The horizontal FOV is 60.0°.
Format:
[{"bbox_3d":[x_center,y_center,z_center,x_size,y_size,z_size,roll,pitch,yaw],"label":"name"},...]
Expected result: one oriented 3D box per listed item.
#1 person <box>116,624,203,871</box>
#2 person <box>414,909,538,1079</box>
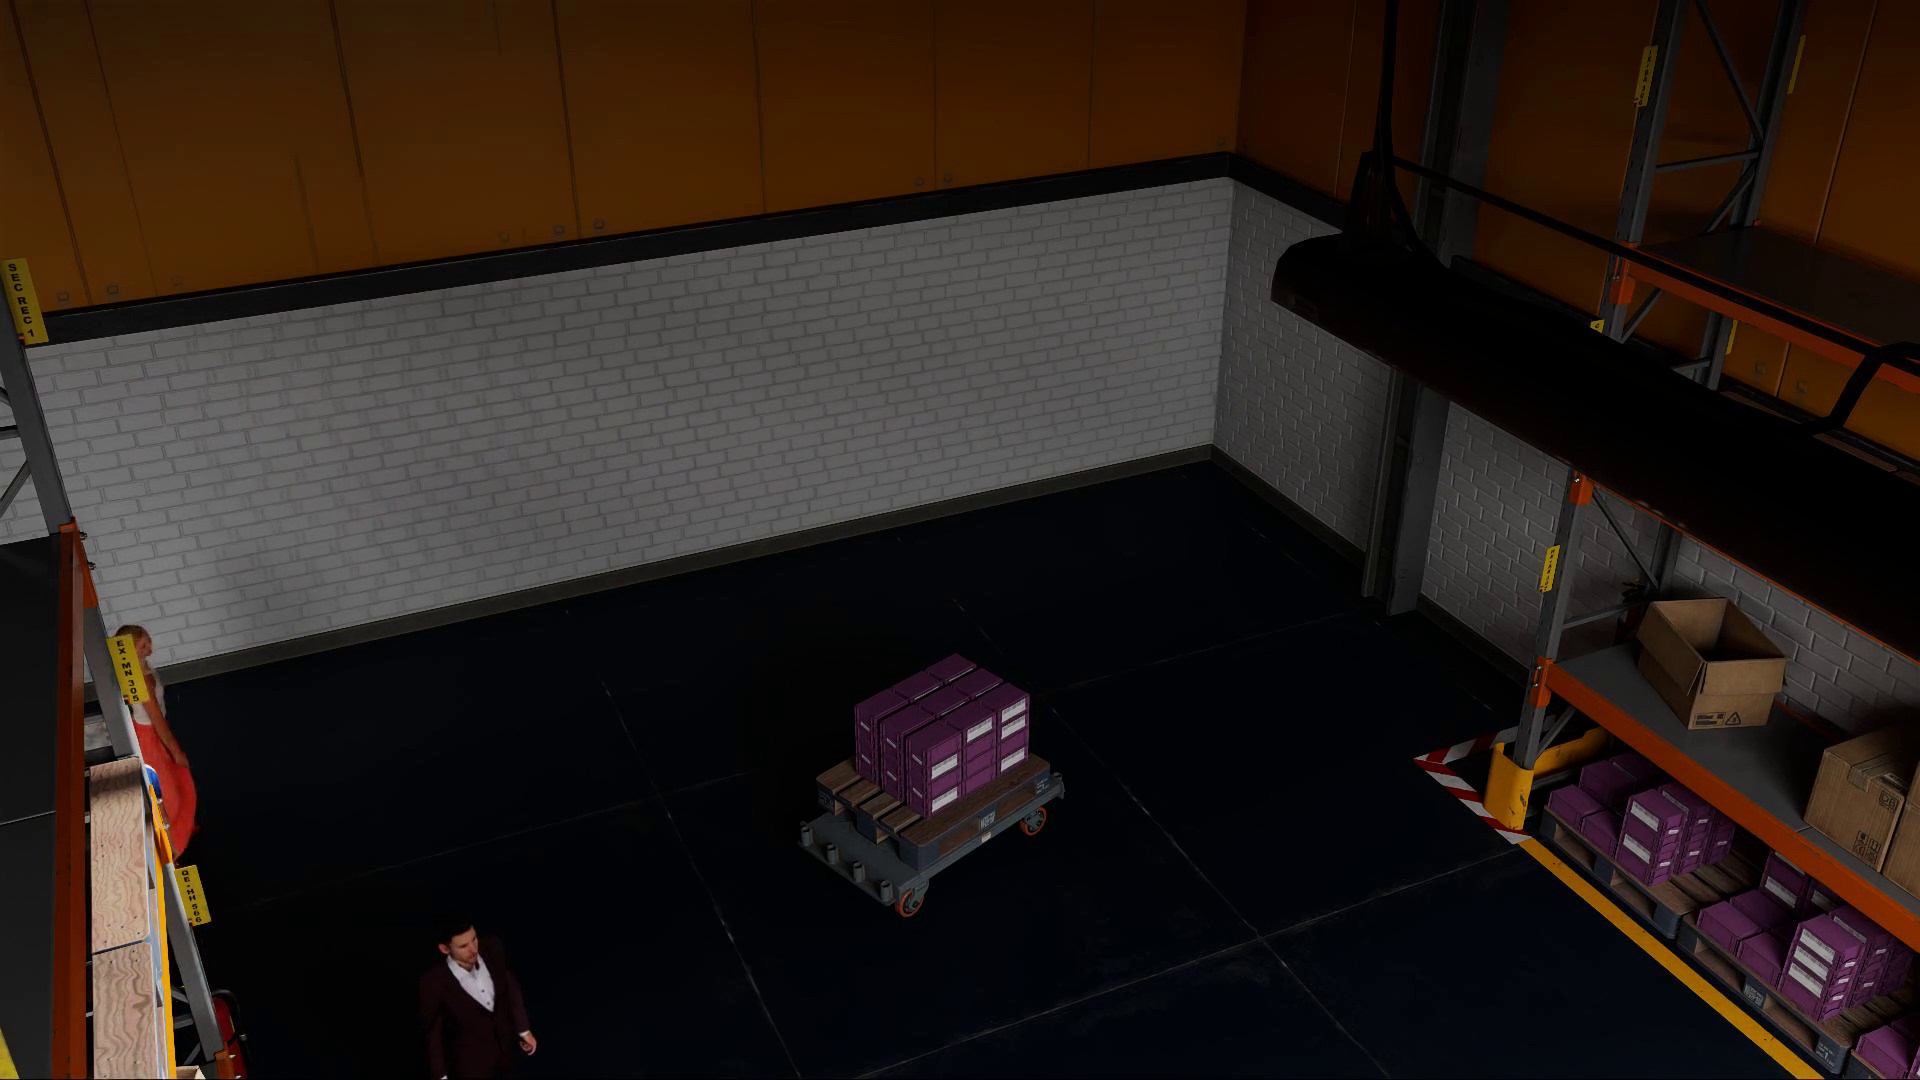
[{"bbox_3d":[-5.179,1.314,10.655,0.602,1.791,0.762,25,37,38],"label":"person"},{"bbox_3d":[-2.462,2.530,8.376,1.252,1.839,1.064,17,33,28],"label":"person"}]
